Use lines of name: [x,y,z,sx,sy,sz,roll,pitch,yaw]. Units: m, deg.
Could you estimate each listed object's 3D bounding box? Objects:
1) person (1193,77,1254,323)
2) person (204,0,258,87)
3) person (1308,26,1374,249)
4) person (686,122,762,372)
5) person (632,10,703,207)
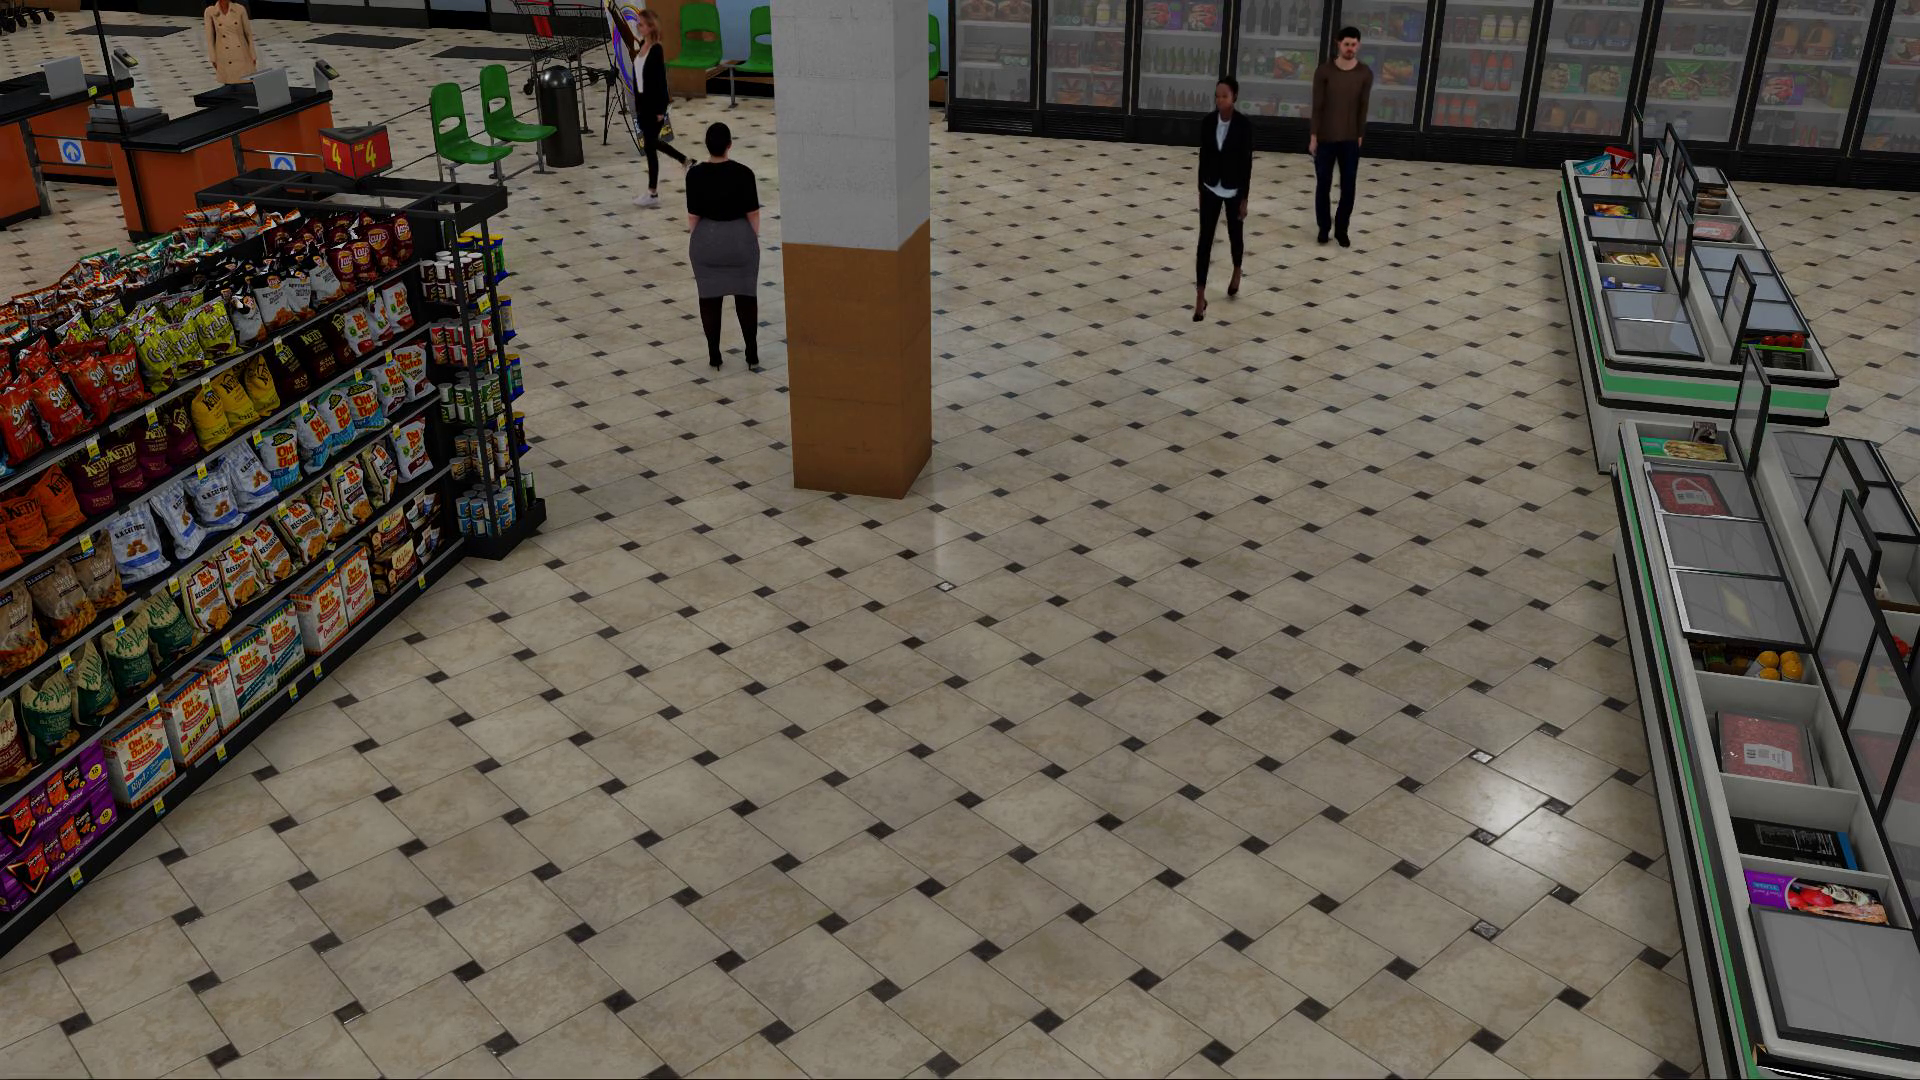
person: [2.065,-2.617,12.773,0.745,1.793,1.162,12,29,23]
person: [-7.874,-5.223,18.036,0.708,1.682,0.733,-11,29,-20]
person: [3.265,-3.513,14.454,0.690,1.872,0.708,4,27,8]
person: [-1.650,-2.051,11.695,0.747,1.760,0.727,-2,27,-3]
person: [-2.811,-4.051,15.612,1.056,1.785,1.002,-14,30,-26]
